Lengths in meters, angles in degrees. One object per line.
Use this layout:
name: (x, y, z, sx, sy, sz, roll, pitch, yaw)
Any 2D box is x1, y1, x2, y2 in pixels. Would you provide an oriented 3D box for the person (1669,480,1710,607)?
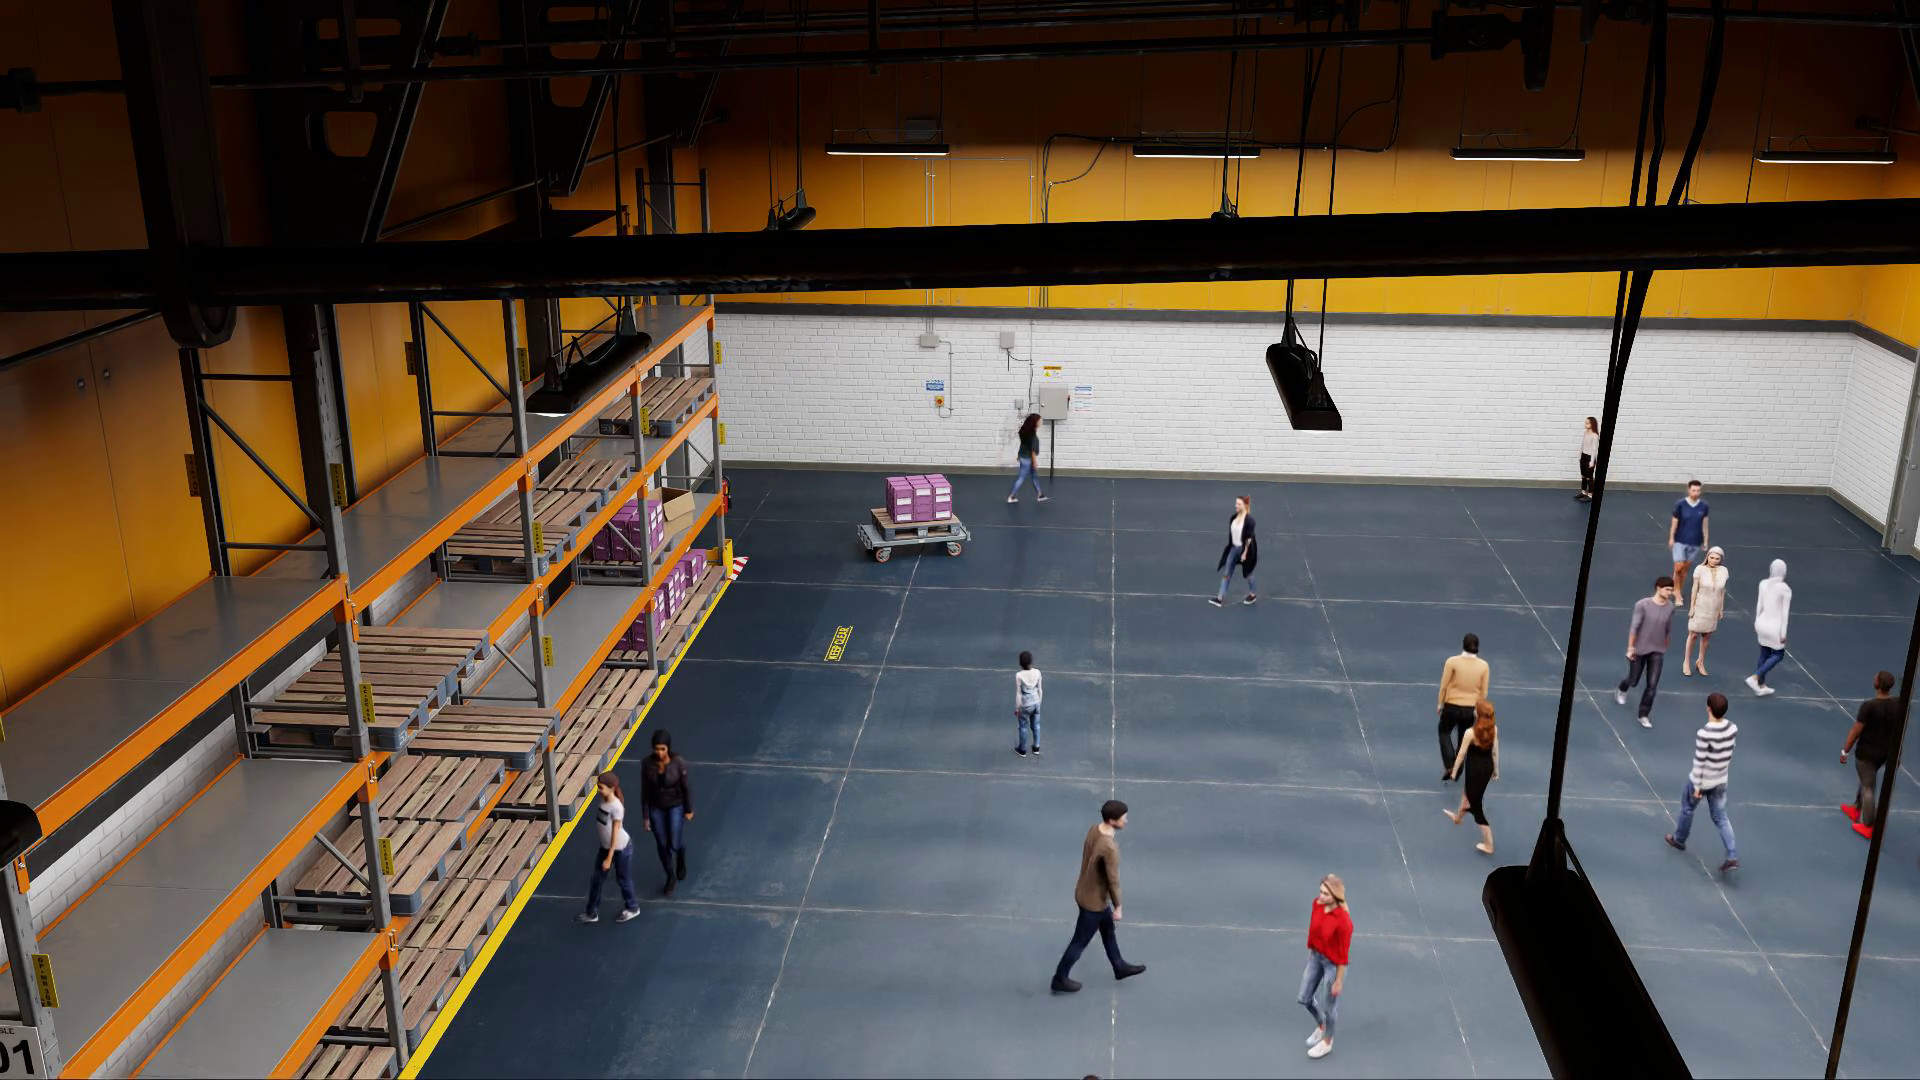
person: (10.368, -0.006, 23.769, 0.634, 1.818, 0.936, 2, 19, 5)

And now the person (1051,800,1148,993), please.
person: (1.081, 3.121, 14.466, 0.897, 1.831, 1.115, -4, 19, -13)

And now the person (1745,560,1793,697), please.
person: (9.933, 1.118, 20.531, 0.855, 1.756, 0.803, -6, 20, -18)

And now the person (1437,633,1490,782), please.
person: (5.515, 1.878, 18.287, 0.661, 1.747, 0.764, 2, 19, 5)

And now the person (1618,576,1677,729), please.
person: (8.212, 1.287, 19.923, 0.713, 1.823, 0.974, 1, 19, 3)

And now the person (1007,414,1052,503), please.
person: (1.079, -1.361, 28.188, 0.788, 1.567, 0.959, -5, 19, -13)

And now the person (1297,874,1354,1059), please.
person: (3.075, 3.471, 13.638, 0.796, 1.696, 0.703, -10, 21, -28)

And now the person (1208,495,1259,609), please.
person: (4.055, 0.173, 23.523, 1.153, 1.637, 1.085, -15, 24, -38)

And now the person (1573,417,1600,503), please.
person: (10.744, -1.391, 28.411, 0.650, 1.482, 0.511, -5, 19, -14)

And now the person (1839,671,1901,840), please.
person: (9.477, 2.244, 17.139, 0.811, 1.786, 0.957, -3, 19, -9)

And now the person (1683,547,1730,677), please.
person: (9.506, 0.899, 21.212, 0.606, 1.735, 0.564, 0, 19, 0)

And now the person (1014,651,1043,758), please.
person: (0.784, 1.871, 19.072, 0.554, 1.260, 0.589, -6, 20, -19)

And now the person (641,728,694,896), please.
person: (-2.853, 2.592, 16.194, 0.619, 1.731, 0.708, 1, 19, 3)

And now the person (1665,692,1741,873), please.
person: (7.524, 2.435, 16.528, 0.906, 1.814, 1.262, -4, 19, -12)

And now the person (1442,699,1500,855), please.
person: (5.318, 2.431, 16.915, 0.958, 1.575, 1.174, -8, 20, -24)

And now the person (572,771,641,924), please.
person: (-3.192, 2.878, 15.638, 0.937, 1.544, 0.866, -16, 24, -39)
